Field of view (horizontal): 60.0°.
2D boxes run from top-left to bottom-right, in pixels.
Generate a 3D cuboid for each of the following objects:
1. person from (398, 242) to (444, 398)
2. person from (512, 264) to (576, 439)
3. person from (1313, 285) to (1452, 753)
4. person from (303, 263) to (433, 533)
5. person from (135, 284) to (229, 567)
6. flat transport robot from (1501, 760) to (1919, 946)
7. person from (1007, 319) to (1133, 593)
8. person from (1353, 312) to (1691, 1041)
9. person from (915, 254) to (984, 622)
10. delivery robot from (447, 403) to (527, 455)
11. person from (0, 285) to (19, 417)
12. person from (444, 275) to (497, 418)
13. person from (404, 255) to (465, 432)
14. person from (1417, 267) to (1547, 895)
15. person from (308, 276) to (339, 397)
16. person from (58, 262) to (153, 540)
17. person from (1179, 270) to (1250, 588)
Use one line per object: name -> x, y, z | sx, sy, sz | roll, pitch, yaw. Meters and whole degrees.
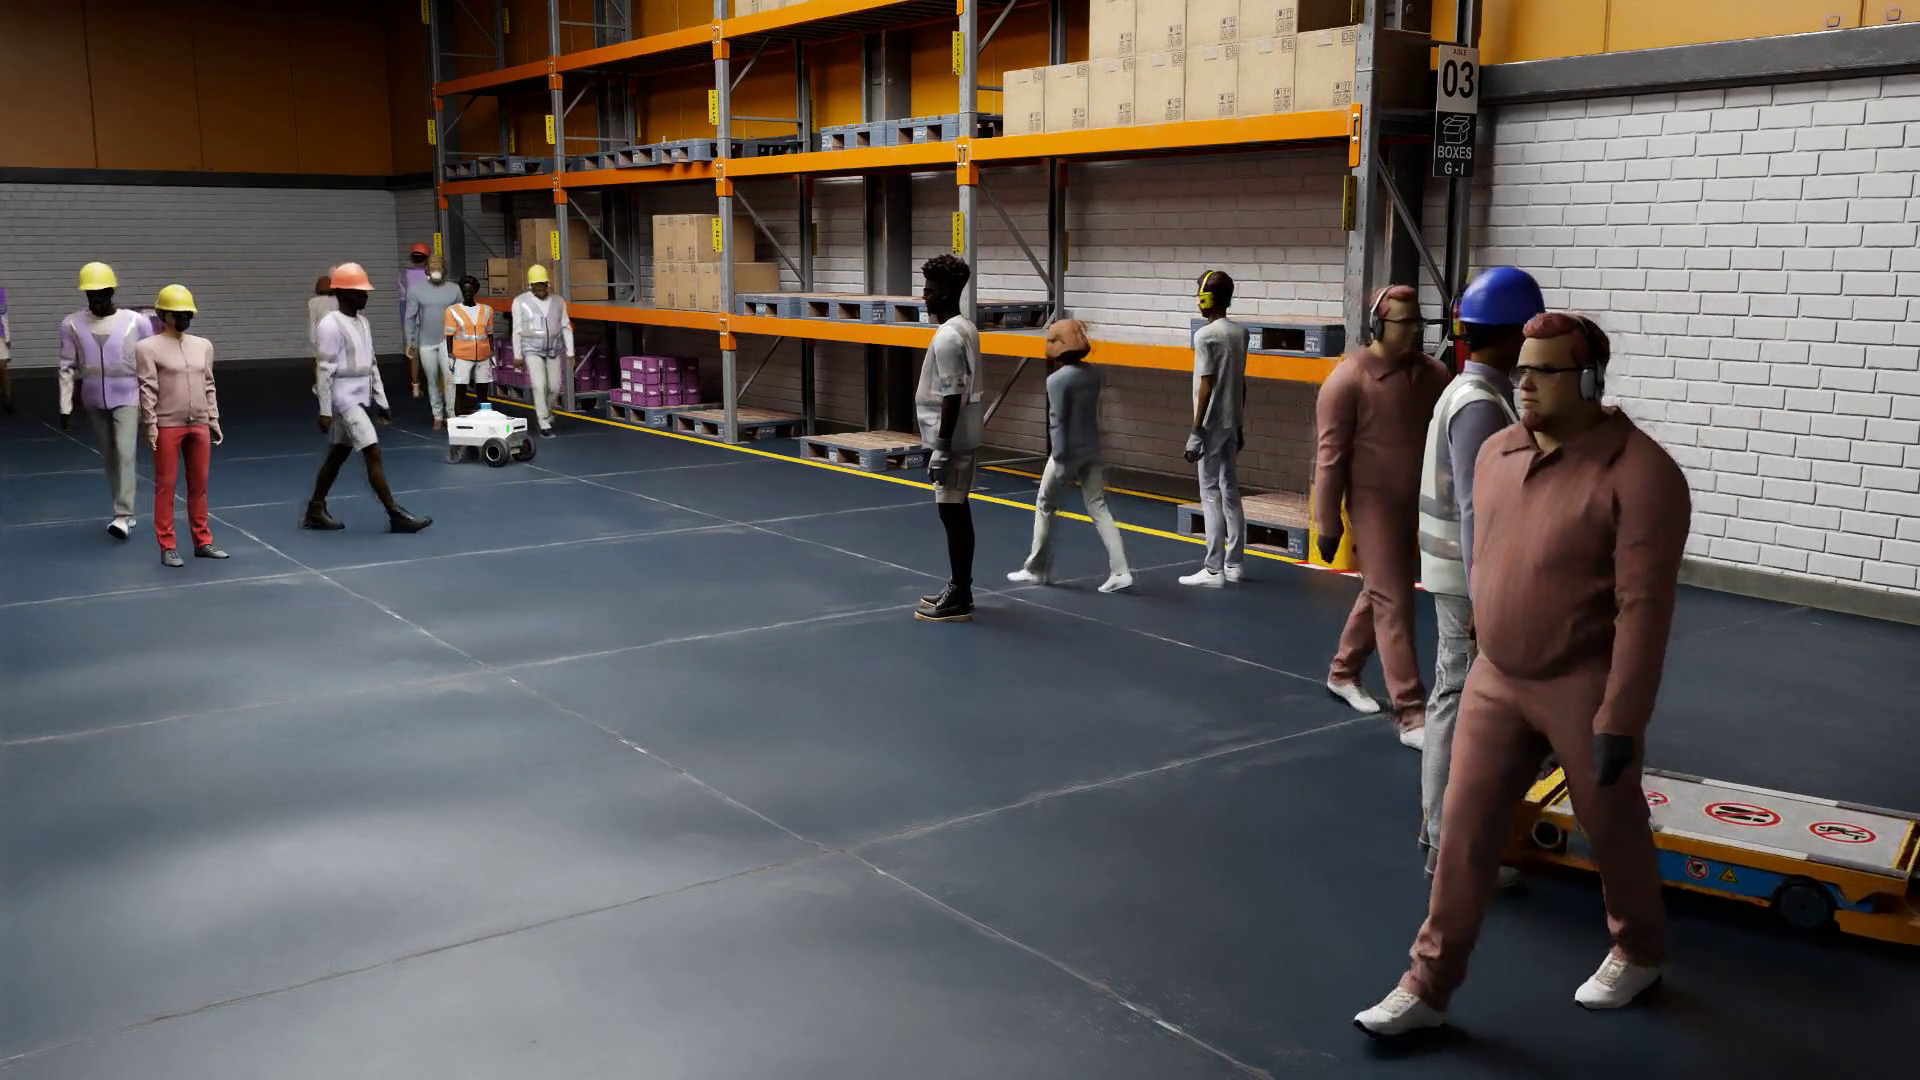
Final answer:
person -> -7.042, -2.882, 21.864 | 0.612, 2.034, 0.412 | 1, 10, 4
person -> -4.348, -1.969, 17.375 | 0.619, 1.802, 0.505 | -7, 12, -34
person -> 1.802, -0.114, 6.856 | 0.647, 1.862, 0.961 | -6, 12, -32
person -> -4.224, -0.978, 11.612 | 0.986, 1.885, 0.563 | 1, 10, 5
person -> -4.912, -0.723, 10.510 | 0.311, 1.768, 0.524 | 6, 12, 30
flat transport robot -> 2.400, 0.952, 5.312 | 1.431, 0.197, 0.652 | 7, 12, 35
person -> 0.678, -0.487, 9.685 | 0.483, 1.590, 0.826 | -10, 14, -44
person -> 1.499, 0.355, 4.222 | 0.992, 1.853, 0.666 | -6, 12, -30
person -> -0.058, -0.544, 8.944 | 0.365, 1.965, 0.608 | 1, 10, 7
delivery robot -> -4.347, -1.017, 15.283 | 0.707, 0.478, 0.477 | 4, 11, 20
person -> -11.284, -2.352, 19.251 | 0.543, 1.897, 0.600 | -8, 13, -37
person -> -5.047, -1.883, 17.188 | 0.541, 1.698, 0.316 | -7, 13, -36
person -> -5.593, -2.082, 17.784 | 0.655, 1.884, 1.020 | -2, 10, -12
person -> 1.647, 0.122, 5.266 | 0.394, 1.946, 0.616 | 2, 10, 13
person -> -8.189, -2.608, 21.557 | 0.526, 1.590, 0.840 | -7, 12, -35
person -> -5.849, -0.936, 11.374 | 0.605, 1.882, 0.922 | -1, 10, -6
person -> 1.509, -0.648, 9.815 | 0.310, 1.864, 0.534 | 9, 13, 41
